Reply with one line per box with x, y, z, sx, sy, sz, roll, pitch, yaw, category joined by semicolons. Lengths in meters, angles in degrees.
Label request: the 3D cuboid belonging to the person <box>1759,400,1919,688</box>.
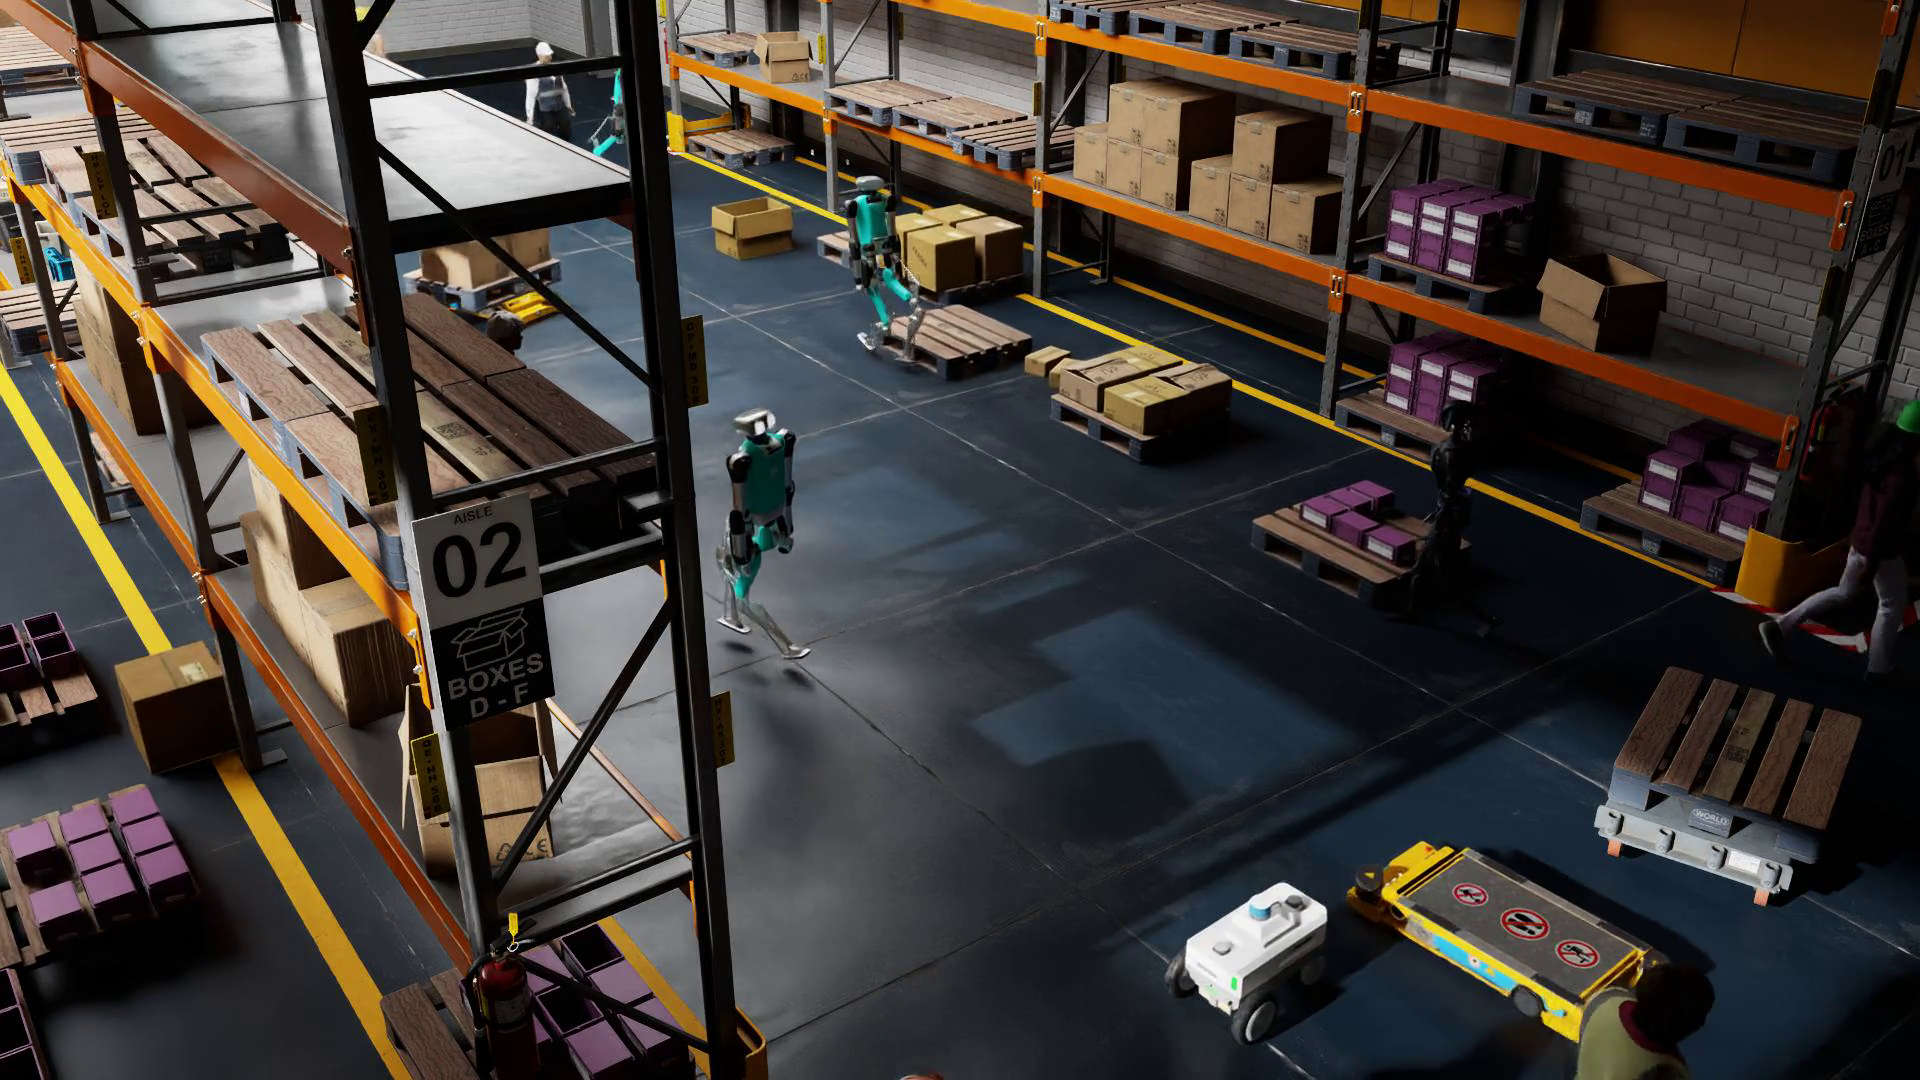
5.546;0.008;10.145;0.871;1.914;0.489;5;27;10;person

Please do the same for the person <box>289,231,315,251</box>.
-6.106;-2.531;15.510;0.284;1.628;0.501;7;28;14;person

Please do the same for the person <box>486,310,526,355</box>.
-3.118;-0.720;11.665;0.338;1.845;0.509;-7;28;-14;person

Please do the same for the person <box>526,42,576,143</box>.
-5.221;-5.450;21.181;0.466;1.748;0.780;19;32;33;person

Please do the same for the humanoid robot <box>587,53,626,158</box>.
-4.381;-5.062;20.412;0.884;1.766;0.589;-1;27;-3;humanoid robot

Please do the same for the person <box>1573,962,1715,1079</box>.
2.336;2.208;5.899;0.955;1.801;0.637;-2;27;-4;person

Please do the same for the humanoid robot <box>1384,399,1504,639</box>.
3.209;-0.127;10.726;0.753;1.636;0.590;8;28;16;humanoid robot

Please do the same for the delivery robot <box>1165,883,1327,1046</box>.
1.380;1.931;7.806;0.754;0.575;0.499;-21;33;-35;delivery robot

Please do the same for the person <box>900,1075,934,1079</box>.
-0.152;2.408;5.580;0.569;1.721;0.475;5;27;10;person

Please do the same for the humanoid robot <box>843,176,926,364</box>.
-0.633;-2.380;15.094;0.542;1.706;1.031;-18;32;-32;humanoid robot

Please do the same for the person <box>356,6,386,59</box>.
-7.996;-6.287;22.665;0.614;1.909;0.453;19;32;33;person

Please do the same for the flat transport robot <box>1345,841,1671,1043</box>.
2.674;1.930;8.149;0.659;0.231;1.431;-21;34;-36;flat transport robot

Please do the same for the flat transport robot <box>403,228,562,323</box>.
-4.800;-2.453;16.866;1.431;0.231;0.659;15;31;28;flat transport robot

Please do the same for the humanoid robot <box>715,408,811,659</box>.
-1.361;-0.046;10.449;1.034;1.735;0.558;18;32;32;humanoid robot
